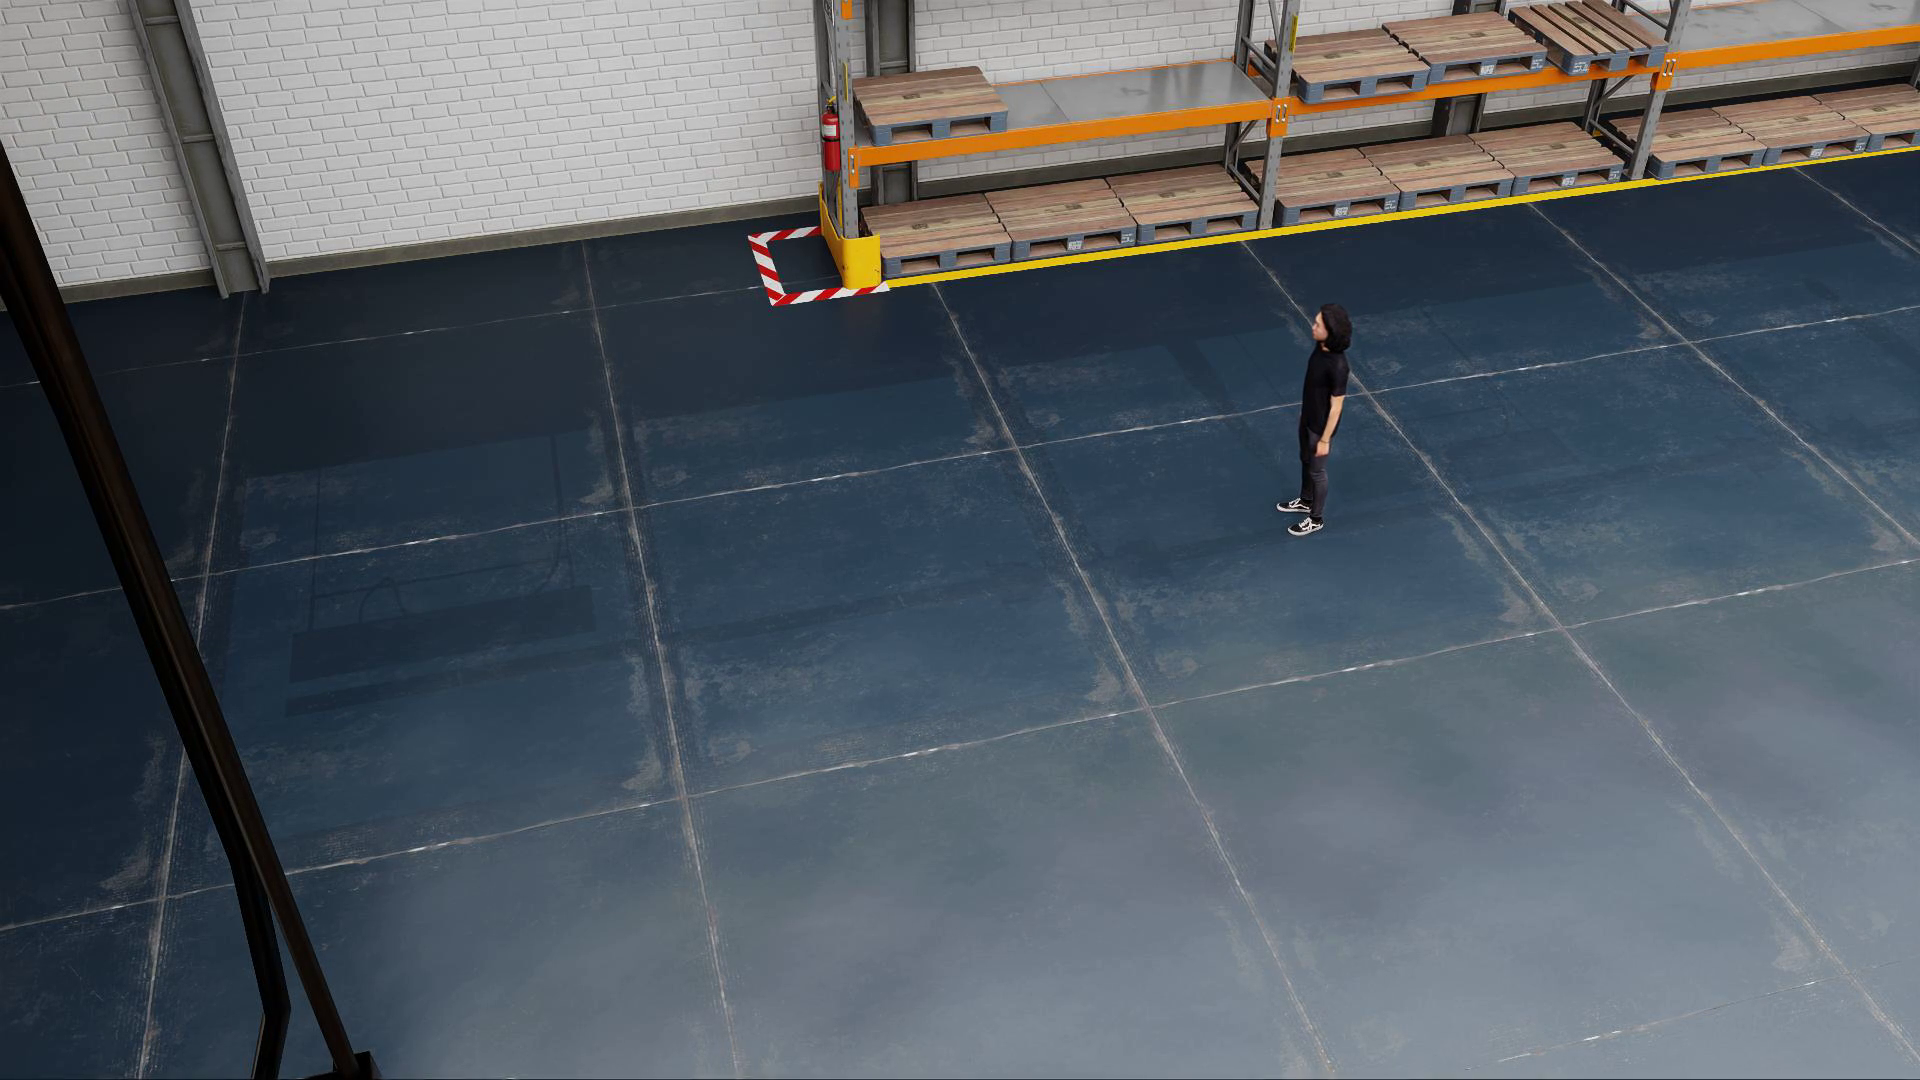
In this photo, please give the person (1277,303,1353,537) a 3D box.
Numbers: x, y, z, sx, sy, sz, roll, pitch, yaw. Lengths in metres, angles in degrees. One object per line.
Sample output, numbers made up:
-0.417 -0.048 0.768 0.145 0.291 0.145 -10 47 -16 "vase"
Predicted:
2.540 -0.863 11.725 0.564 1.835 0.672 -4 39 -5 "person"
